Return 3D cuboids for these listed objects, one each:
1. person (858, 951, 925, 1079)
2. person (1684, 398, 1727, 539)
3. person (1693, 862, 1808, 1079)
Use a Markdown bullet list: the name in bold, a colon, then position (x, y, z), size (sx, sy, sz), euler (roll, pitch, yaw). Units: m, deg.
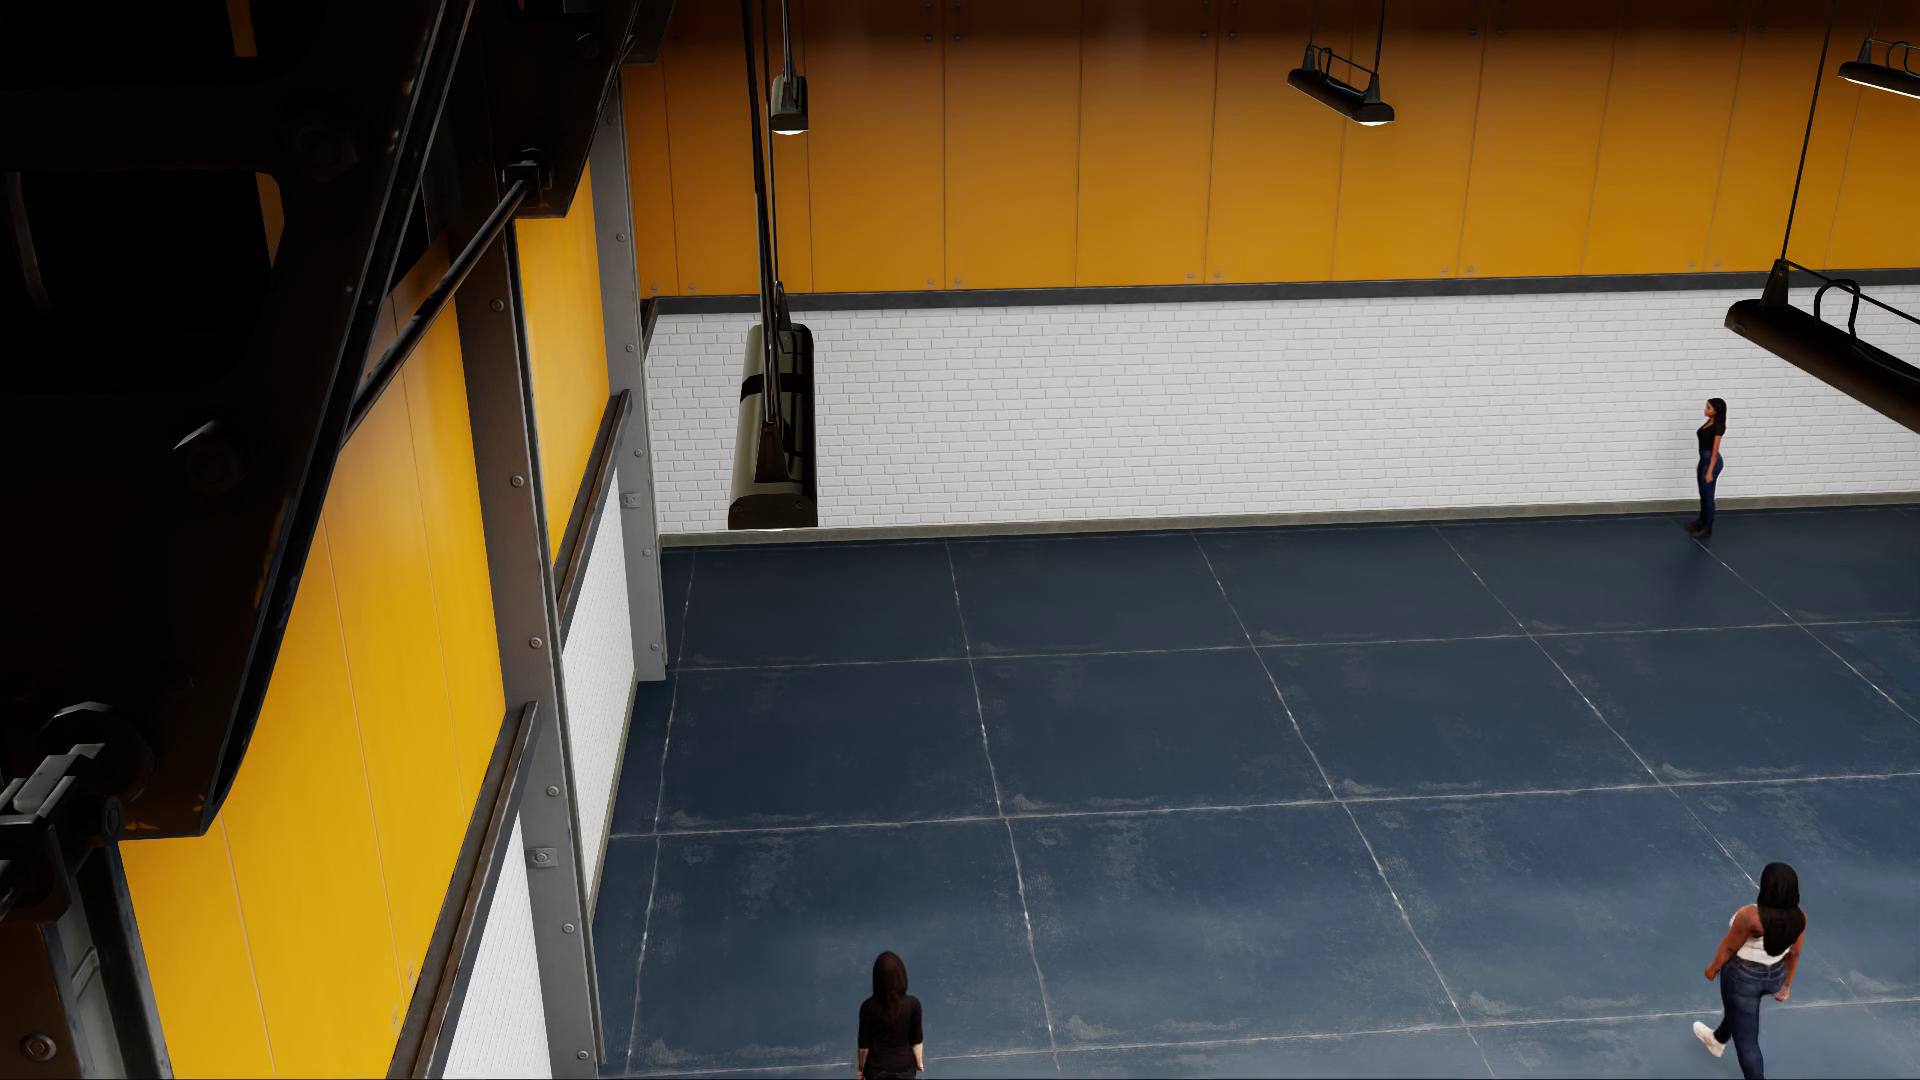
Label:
- **person**: position (-0.436, 3.321, 10.415), size (0.570, 1.632, 0.826), euler (-2, 24, -5)
- **person**: position (8.966, -0.875, 19.892), size (0.693, 1.730, 0.579), euler (4, 24, 8)
- **person**: position (5.296, 2.989, 11.007), size (0.735, 1.767, 1.222), euler (-5, 24, -10)
